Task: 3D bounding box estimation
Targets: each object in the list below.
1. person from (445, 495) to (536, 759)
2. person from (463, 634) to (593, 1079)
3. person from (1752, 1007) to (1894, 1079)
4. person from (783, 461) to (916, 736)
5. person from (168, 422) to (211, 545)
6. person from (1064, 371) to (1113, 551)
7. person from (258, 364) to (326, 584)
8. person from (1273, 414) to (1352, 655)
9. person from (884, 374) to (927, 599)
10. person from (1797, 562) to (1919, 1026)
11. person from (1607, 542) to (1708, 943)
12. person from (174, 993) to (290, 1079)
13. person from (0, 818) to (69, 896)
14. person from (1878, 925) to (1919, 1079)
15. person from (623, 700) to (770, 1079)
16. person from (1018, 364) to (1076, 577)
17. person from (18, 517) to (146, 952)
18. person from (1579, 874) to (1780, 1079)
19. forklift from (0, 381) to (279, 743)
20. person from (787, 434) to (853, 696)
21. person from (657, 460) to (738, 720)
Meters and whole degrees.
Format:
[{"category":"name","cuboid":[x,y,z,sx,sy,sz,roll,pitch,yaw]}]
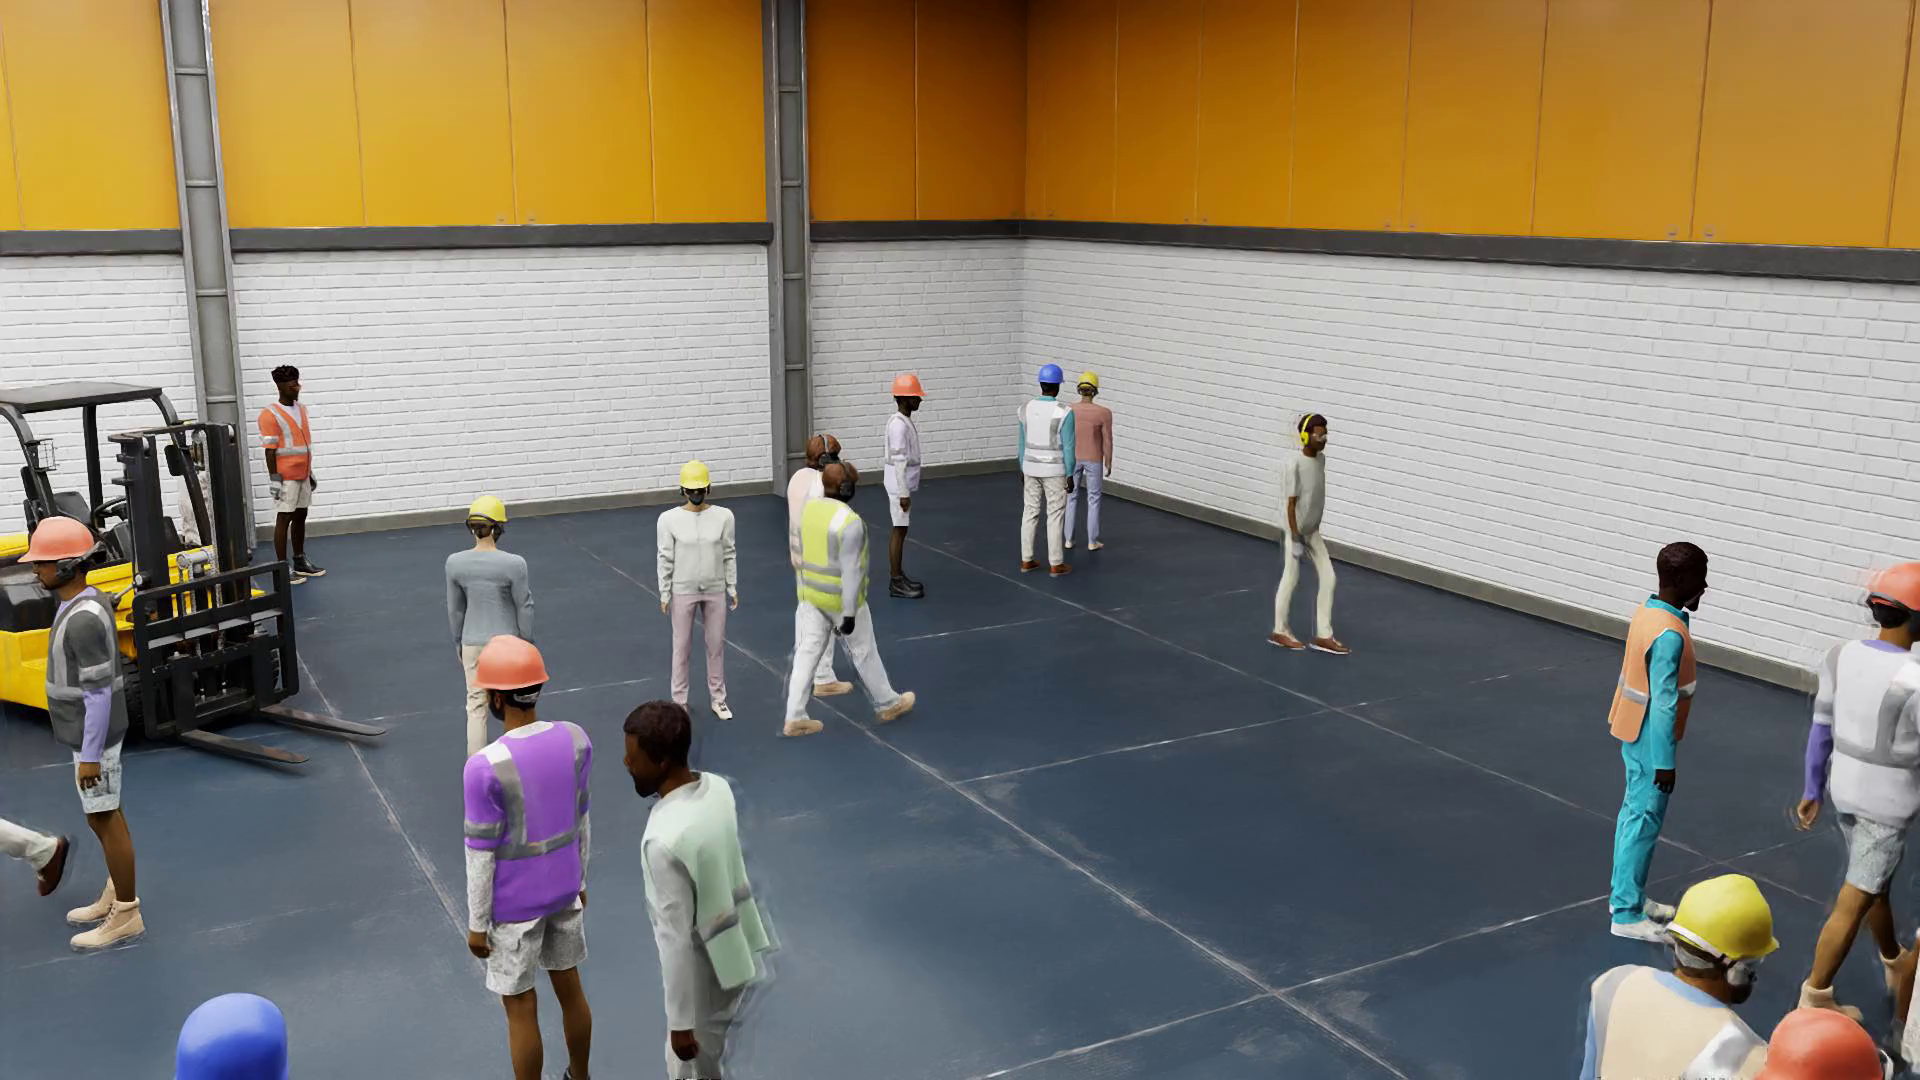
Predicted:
[{"category":"person","cuboid":[-2.732,0.610,9.767,0.522,1.763,0.320,2,12,8]},{"category":"person","cuboid":[-1.603,1.295,6.151,0.387,1.931,0.543,8,15,34]},{"category":"person","cuboid":[2.023,1.894,3.902,0.900,1.704,0.567,-5,13,-24]},{"category":"person","cuboid":[-0.770,0.368,10.838,0.969,1.790,0.618,-11,17,-43]},{"category":"person","cuboid":[-5.905,-0.055,12.926,0.494,1.741,0.302,9,15,36]},{"category":"person","cuboid":[1.229,-0.770,16.244,0.532,1.758,0.345,3,13,16]},{"category":"person","cuboid":[-6.006,-0.601,14.952,0.361,1.963,0.612,2,12,12]},{"category":"person","cuboid":[2.686,-0.031,12.565,0.539,1.837,0.785,-11,17,-43]},{"category":"person","cuboid":[-0.471,-0.470,14.405,0.372,1.939,0.544,0,12,1]},{"category":"person","cuboid":[3.956,1.083,6.971,0.953,2.007,0.612,-2,12,-10]},{"category":"person","cuboid":[3.273,0.941,7.865,0.397,1.911,0.587,3,13,16]},{"category":"person","cuboid":[-1.488,1.851,3.522,0.602,1.940,0.402,-10,16,-39]},{"category":"person","cuboid":[-4.835,0.939,7.999,0.759,1.880,0.654,-8,15,-34]},{"category":"person","cuboid":[3.118,1.606,4.954,0.948,1.821,0.543,3,12,12]},{"category":"person","cuboid":[-0.787,1.441,5.583,0.699,1.887,0.643,1,12,6]},{"category":"person","cuboid":[0.800,-0.640,15.214,0.603,1.938,0.425,8,15,35]},{"category":"person","cuboid":[-4.084,0.896,7.755,0.372,2.042,0.615,-7,14,-28]},{"category":"person","cuboid":[1.771,1.749,4.357,0.708,1.804,0.606,-4,13,-20]},{"category":"forklift","cuboid":[-5.853,0.085,11.199,2.313,2.155,1.214,7,14,28]},{"category":"person","cuboid":[-0.973,0.169,11.670,0.429,1.836,0.629,-6,14,-27]},{"category":"person","cuboid":[-1.725,0.345,10.994,0.533,1.767,0.312,-4,13,-20]}]
